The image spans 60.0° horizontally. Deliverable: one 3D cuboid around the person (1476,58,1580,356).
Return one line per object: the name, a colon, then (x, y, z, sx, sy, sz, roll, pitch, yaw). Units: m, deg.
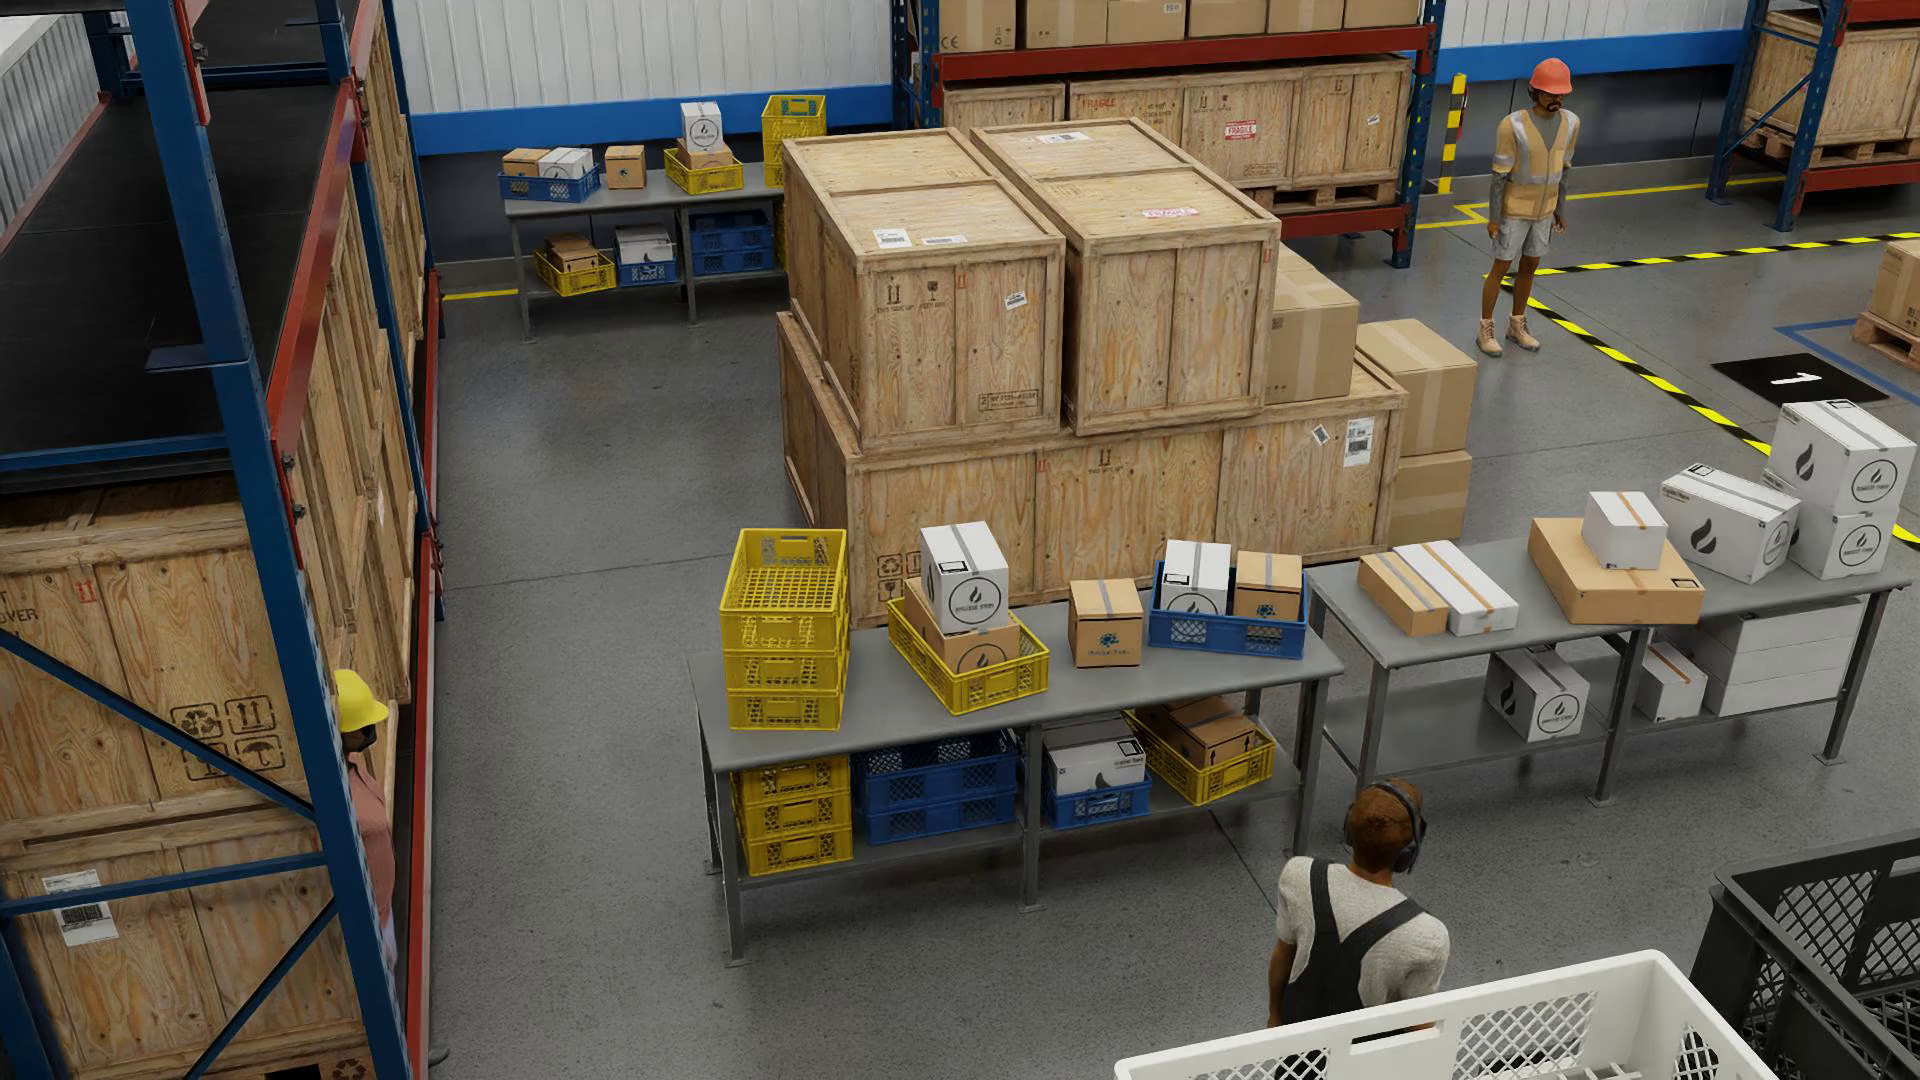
person: (3.898, -2.263, 11.388, 0.611, 2.043, 0.372, -9, 30, -15)

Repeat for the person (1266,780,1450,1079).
person: (1.113, 1.471, 4.829, 0.505, 1.836, 0.332, 20, 35, 32)

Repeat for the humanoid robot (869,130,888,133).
humanoid robot: (-0.602, -1.956, 11.272, 0.764, 1.651, 0.601, -9, 30, -15)

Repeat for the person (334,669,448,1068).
person: (-1.920, 1.186, 5.423, 0.335, 1.760, 0.525, -10, 30, -17)
